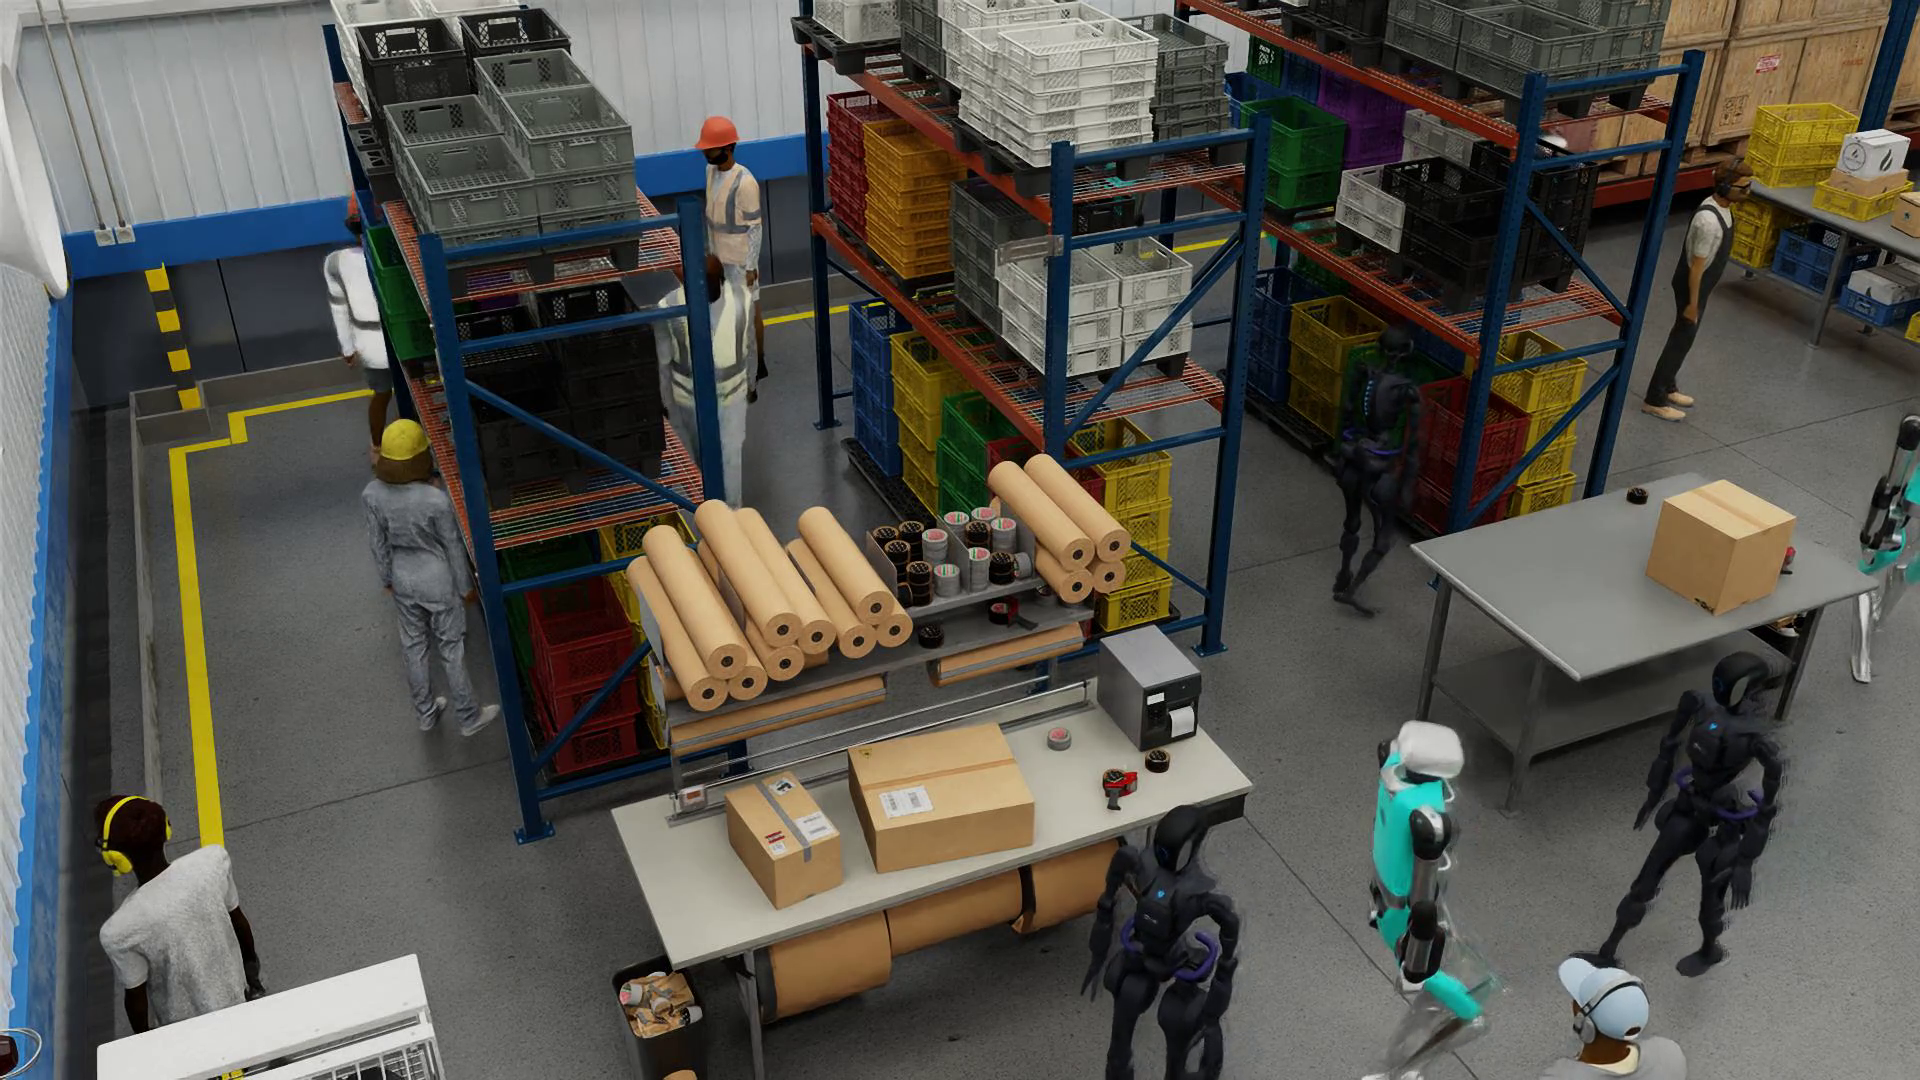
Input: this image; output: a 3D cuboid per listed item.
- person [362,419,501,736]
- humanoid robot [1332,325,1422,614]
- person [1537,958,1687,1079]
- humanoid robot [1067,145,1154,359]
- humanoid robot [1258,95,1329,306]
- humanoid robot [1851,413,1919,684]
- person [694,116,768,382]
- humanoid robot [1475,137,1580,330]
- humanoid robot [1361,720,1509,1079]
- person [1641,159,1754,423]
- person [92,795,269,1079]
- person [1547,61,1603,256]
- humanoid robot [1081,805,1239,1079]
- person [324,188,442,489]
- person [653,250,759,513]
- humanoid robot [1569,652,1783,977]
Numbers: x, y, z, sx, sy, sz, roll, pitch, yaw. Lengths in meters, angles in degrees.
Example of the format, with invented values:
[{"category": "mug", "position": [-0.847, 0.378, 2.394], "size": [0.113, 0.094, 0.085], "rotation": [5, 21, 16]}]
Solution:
[{"category": "person", "position": [-2.637, 0.193, 8.249], "size": [0.492, 1.742, 0.320], "rotation": [8, 32, 12]}, {"category": "humanoid robot", "position": [2.265, -0.397, 9.278], "size": [0.449, 1.647, 0.613], "rotation": [-16, 35, -25]}, {"category": "person", "position": [1.870, 2.021, 5.179], "size": [0.589, 1.852, 0.397], "rotation": [-12, 34, -19]}, {"category": "humanoid robot", "position": [0.940, -2.015, 11.902], "size": [0.766, 1.832, 0.542], "rotation": [-20, 37, -29]}, {"category": "humanoid robot", "position": [2.539, -2.503, 12.725], "size": [0.740, 1.885, 0.548], "rotation": [14, 34, 21]}, {"category": "humanoid robot", "position": [5.004, -0.078, 8.774], "size": [0.546, 1.861, 0.824], "rotation": [10, 33, 16]}, {"category": "person", "position": [-1.613, -2.013, 11.650], "size": [0.373, 1.934, 0.550], "rotation": [-24, 39, -34]}, {"category": "humanoid robot", "position": [3.928, -2.047, 11.978], "size": [0.536, 1.870, 0.768], "rotation": [-12, 34, -19]}, {"category": "humanoid robot", "position": [1.804, 1.473, 6.250], "size": [0.654, 1.876, 0.546], "rotation": [-2, 32, -3]}, {"category": "person", "position": [4.971, -1.681, 11.211], "size": [0.336, 1.838, 0.505], "rotation": [16, 35, 24]}, {"category": "person", "position": [-2.659, 1.629, 5.816], "size": [0.338, 1.858, 0.515], "rotation": [17, 35, 25]}, {"category": "person", "position": [5.002, -3.139, 13.649], "size": [0.523, 1.761, 0.336], "rotation": [-15, 35, -23]}, {"category": "humanoid robot", "position": [0.758, 1.570, 6.078], "size": [0.598, 1.641, 0.506], "rotation": [20, 37, 29]}, {"category": "person", "position": [-3.542, -1.242, 10.370], "size": [0.750, 1.980, 0.633], "rotation": [5, 32, 7]}, {"category": "person", "position": [-1.521, -0.933, 10.041], "size": [0.637, 1.788, 0.992], "rotation": [-7, 32, -11]}, {"category": "humanoid robot", "position": [2.988, 1.181, 6.738], "size": [0.731, 1.632, 0.604], "rotation": [-14, 34, -22]}]
